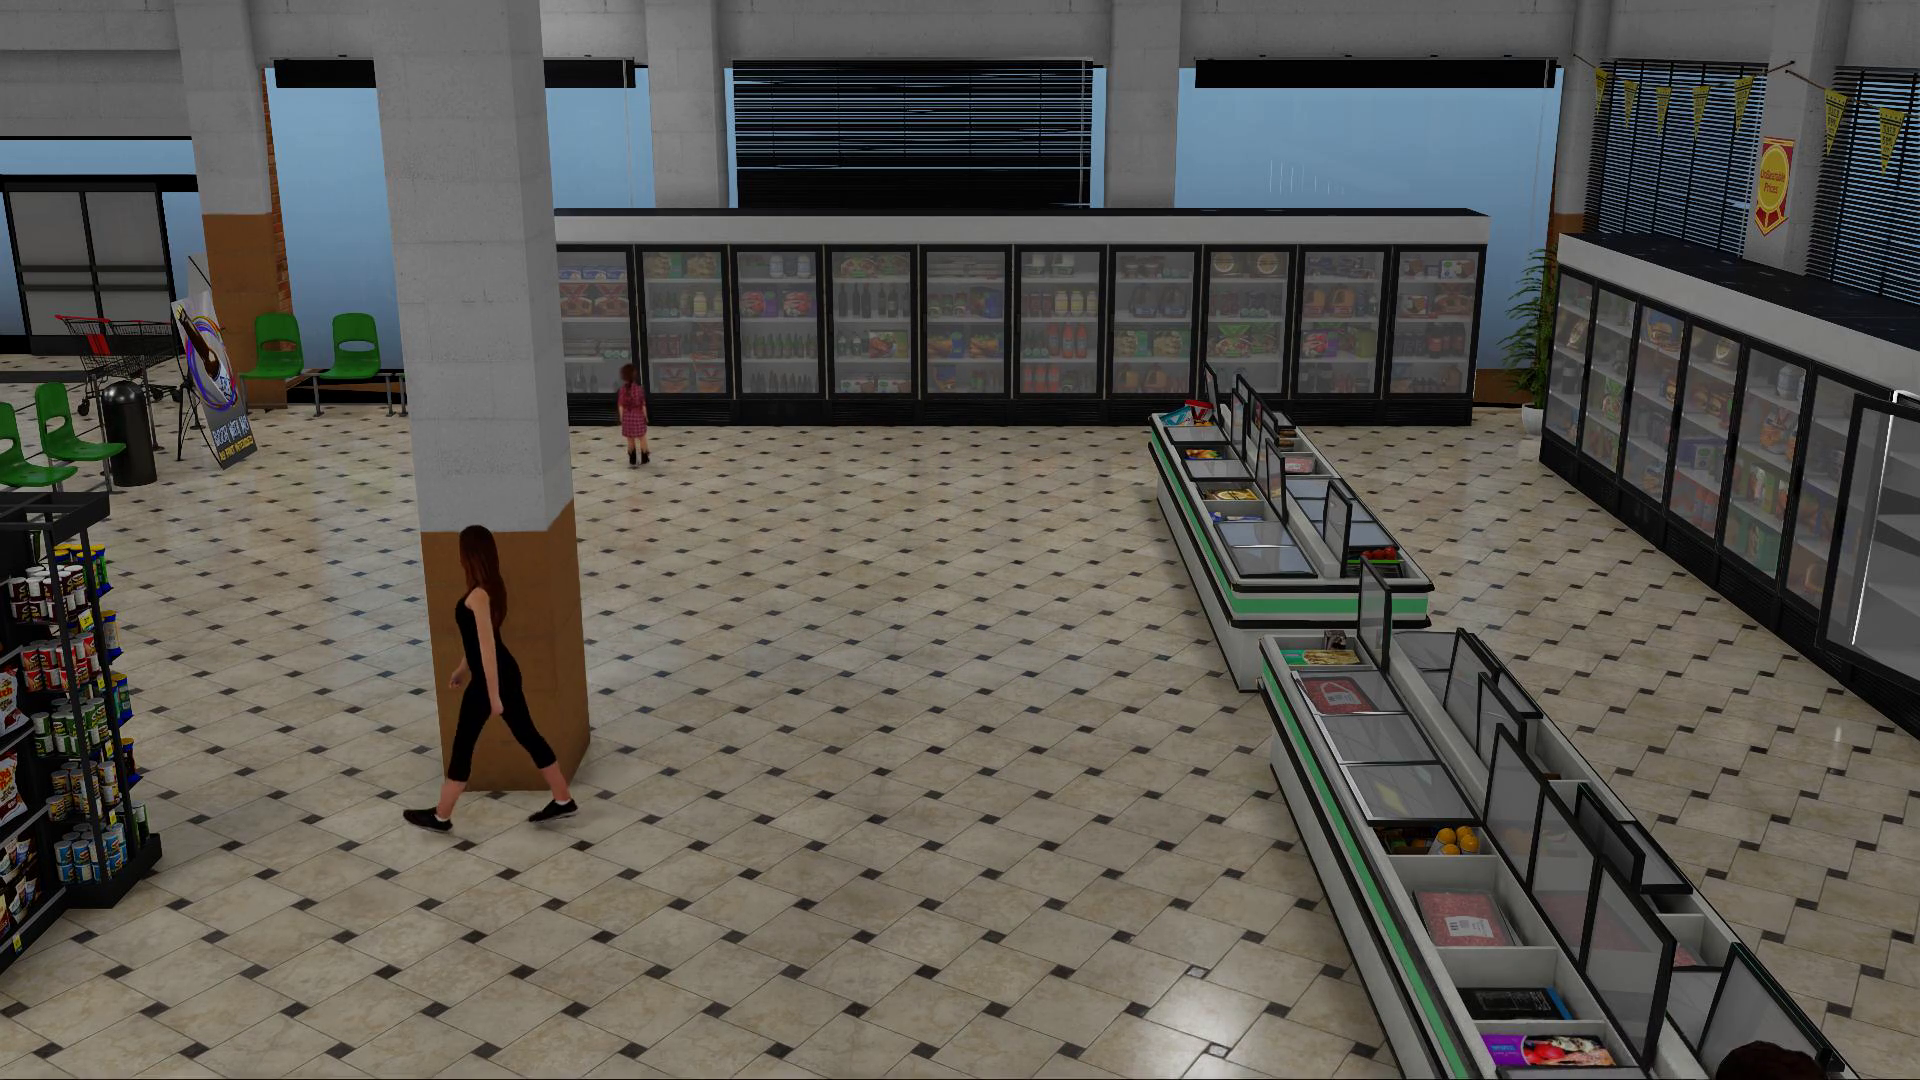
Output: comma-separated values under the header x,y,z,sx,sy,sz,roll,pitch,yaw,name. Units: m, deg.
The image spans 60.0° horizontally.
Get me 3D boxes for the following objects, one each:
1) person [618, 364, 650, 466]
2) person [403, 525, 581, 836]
x,y,z,sx,sy,sz,roll,pitch,yaw,name
-3.282,-1.252,16.661,0.453,1.020,0.456,0,17,0,person
-2.397,0.771,8.870,0.611,1.676,1.059,-1,17,-3,person
